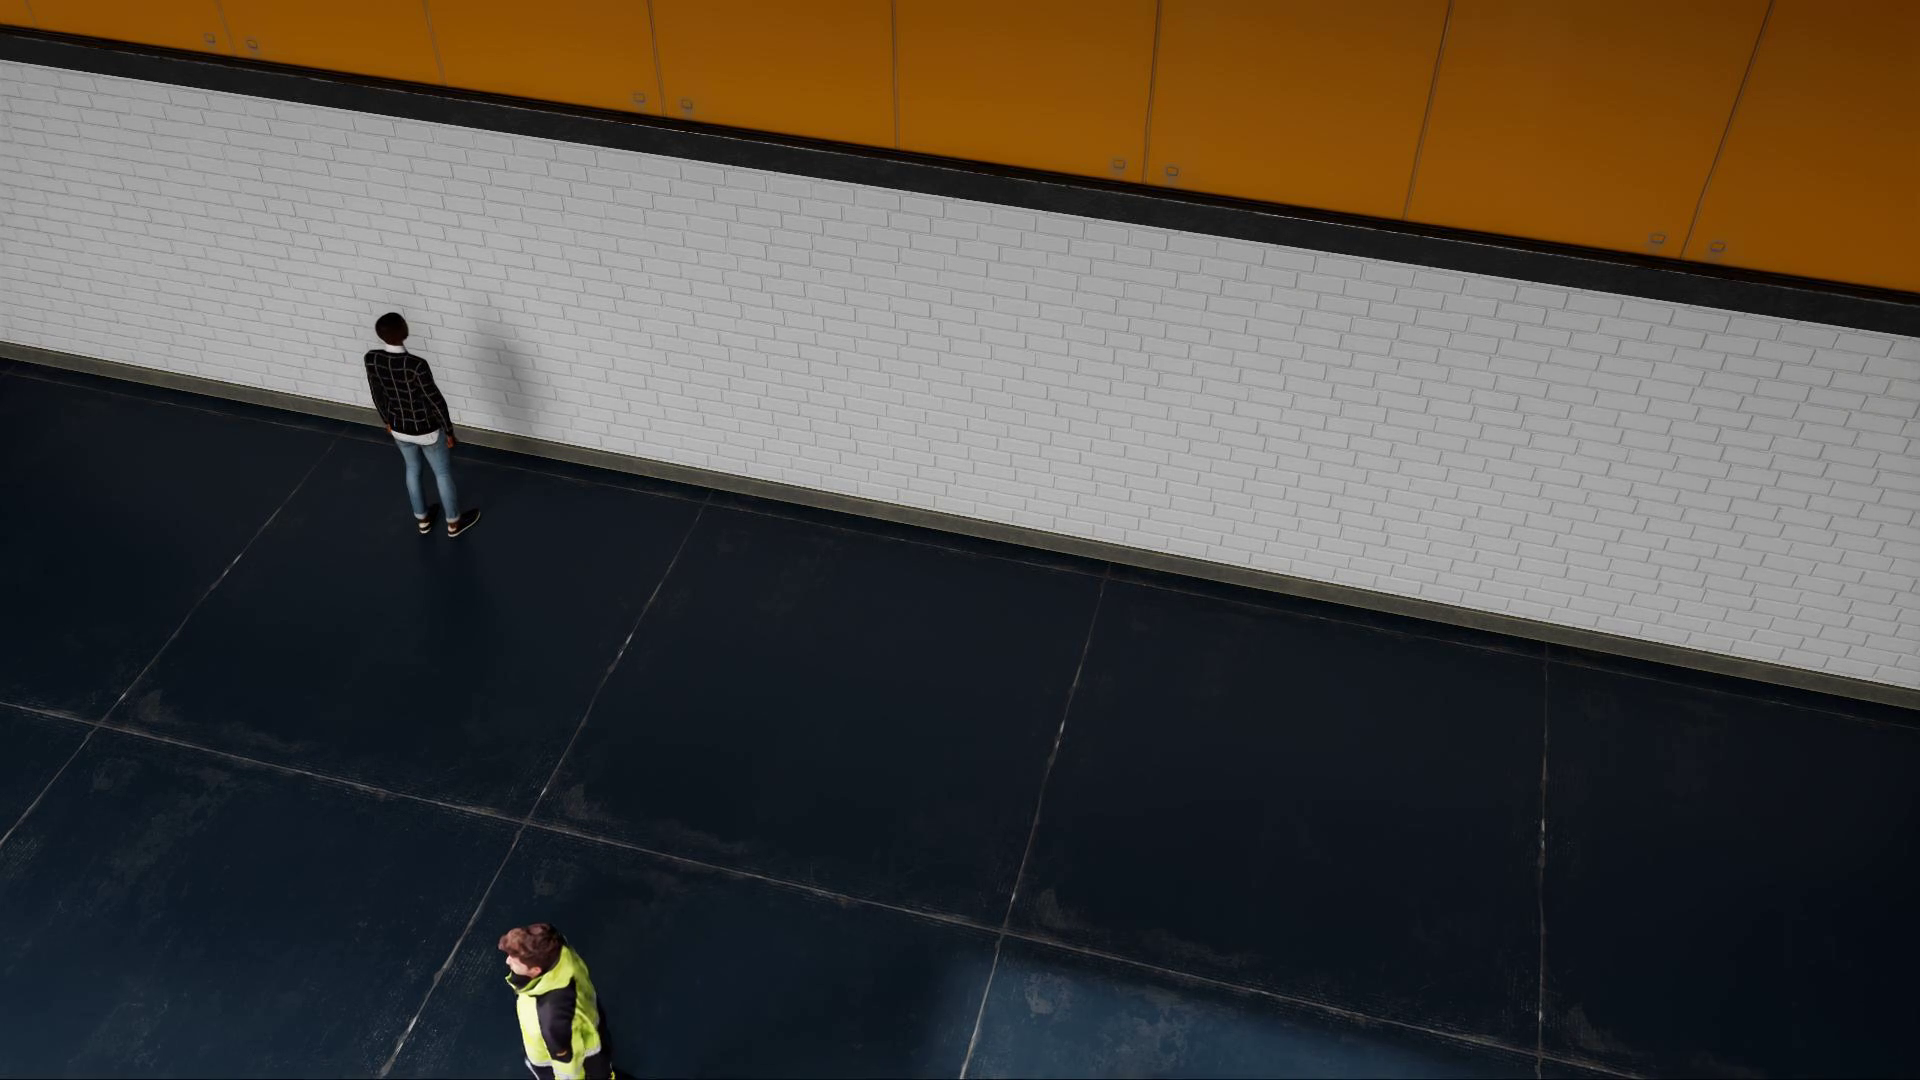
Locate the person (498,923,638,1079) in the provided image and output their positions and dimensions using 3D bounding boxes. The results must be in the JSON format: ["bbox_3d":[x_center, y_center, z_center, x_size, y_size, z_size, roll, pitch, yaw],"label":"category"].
[{"bbox_3d":[-1.803,2.405,8.000,1.009,1.972,0.927,-13,45,-13],"label":"person"}]

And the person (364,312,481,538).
[{"bbox_3d":[-3.753,-0.782,11.457,0.665,1.818,0.519,10,45,10],"label":"person"}]
